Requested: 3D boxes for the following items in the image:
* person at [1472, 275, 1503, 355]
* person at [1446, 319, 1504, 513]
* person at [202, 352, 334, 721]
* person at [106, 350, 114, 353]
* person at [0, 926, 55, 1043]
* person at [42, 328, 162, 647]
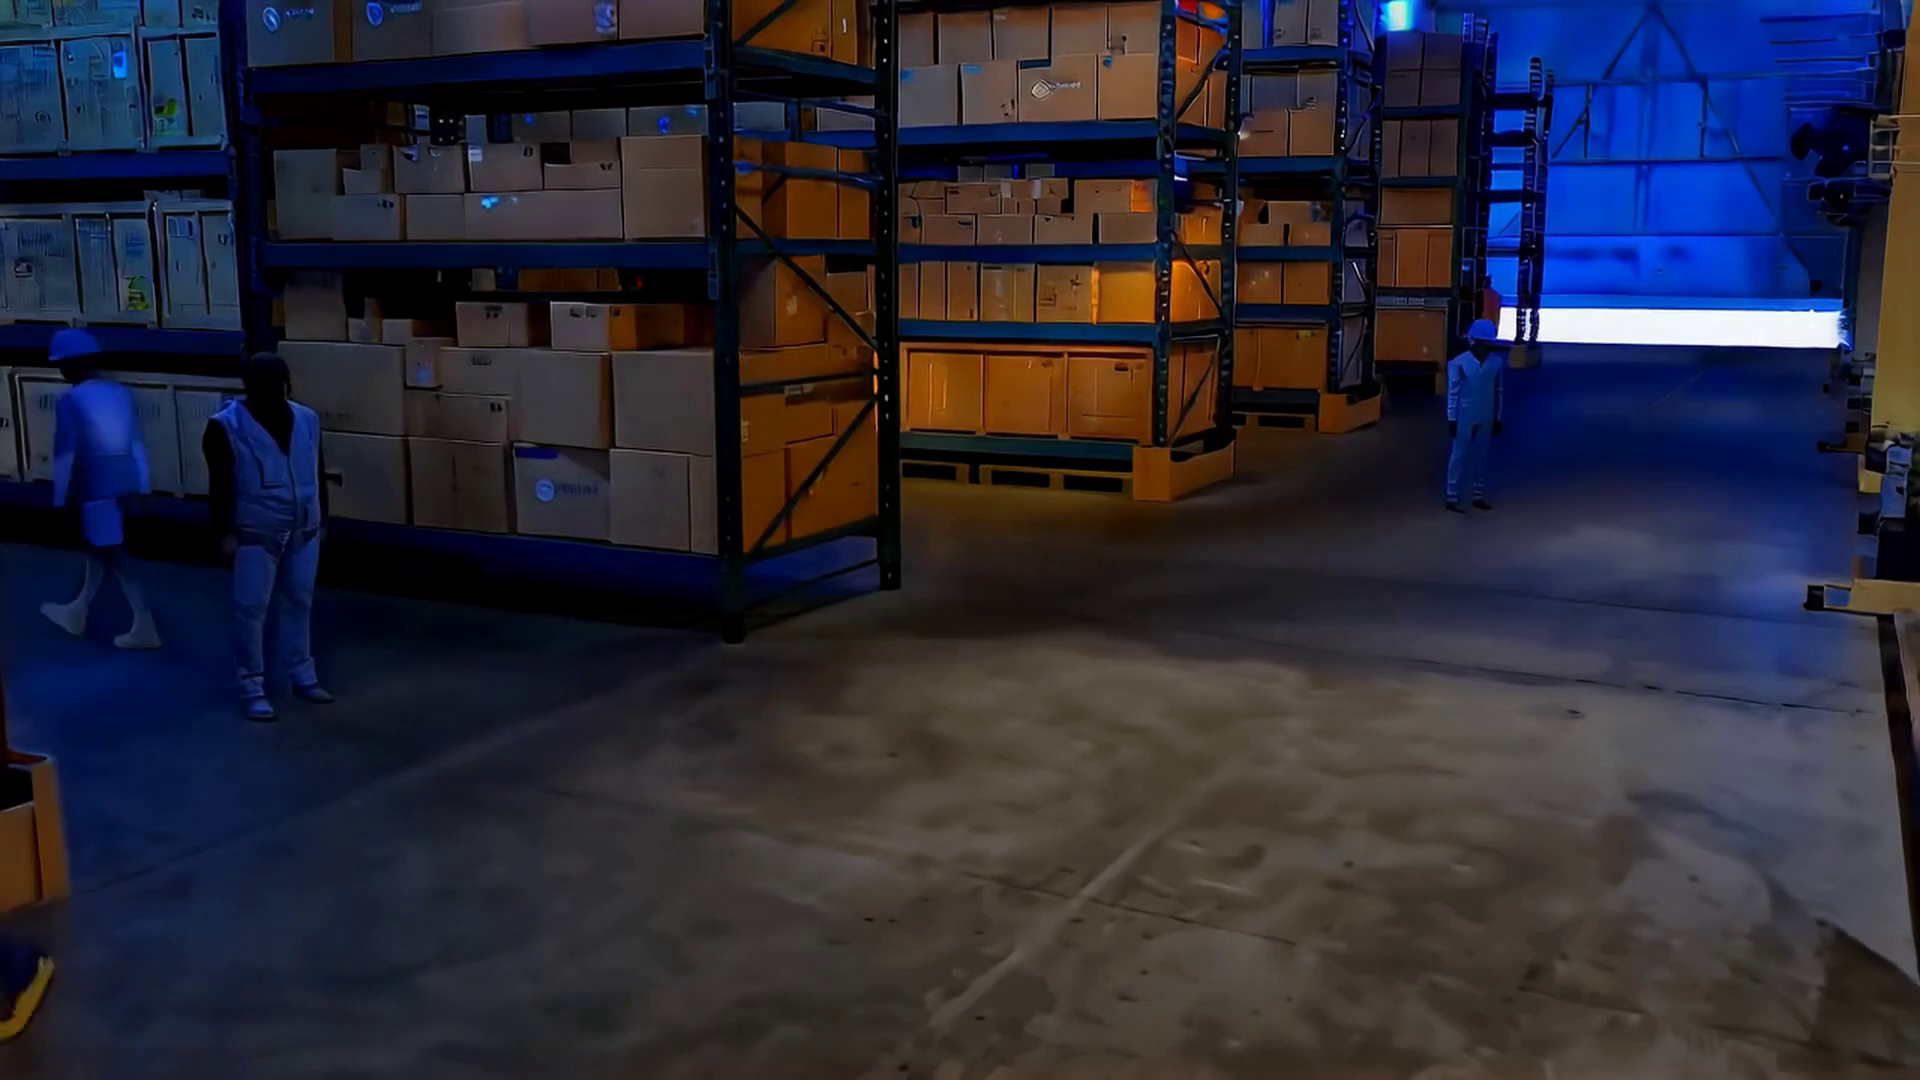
[{"bbox_3d":[10.056,-4.116,31.890,0.643,1.910,0.411,-4,11,-24],"label":"person"},{"bbox_3d":[4.649,-1.111,14.975,0.581,1.742,0.361,-3,10,-16],"label":"person"},{"bbox_3d":[-3.456,-0.026,8.414,0.430,1.840,0.625,8,12,37],"label":"person"},{"bbox_3d":[-9.413,-1.663,18.606,0.875,1.586,0.535,7,12,34],"label":"person"},{"bbox_3d":[-2.977,0.687,4.587,0.535,1.730,0.857,4,11,22],"label":"person"},{"bbox_3d":[-5.197,-0.301,9.858,0.964,1.884,0.561,2,10,11],"label":"person"}]
